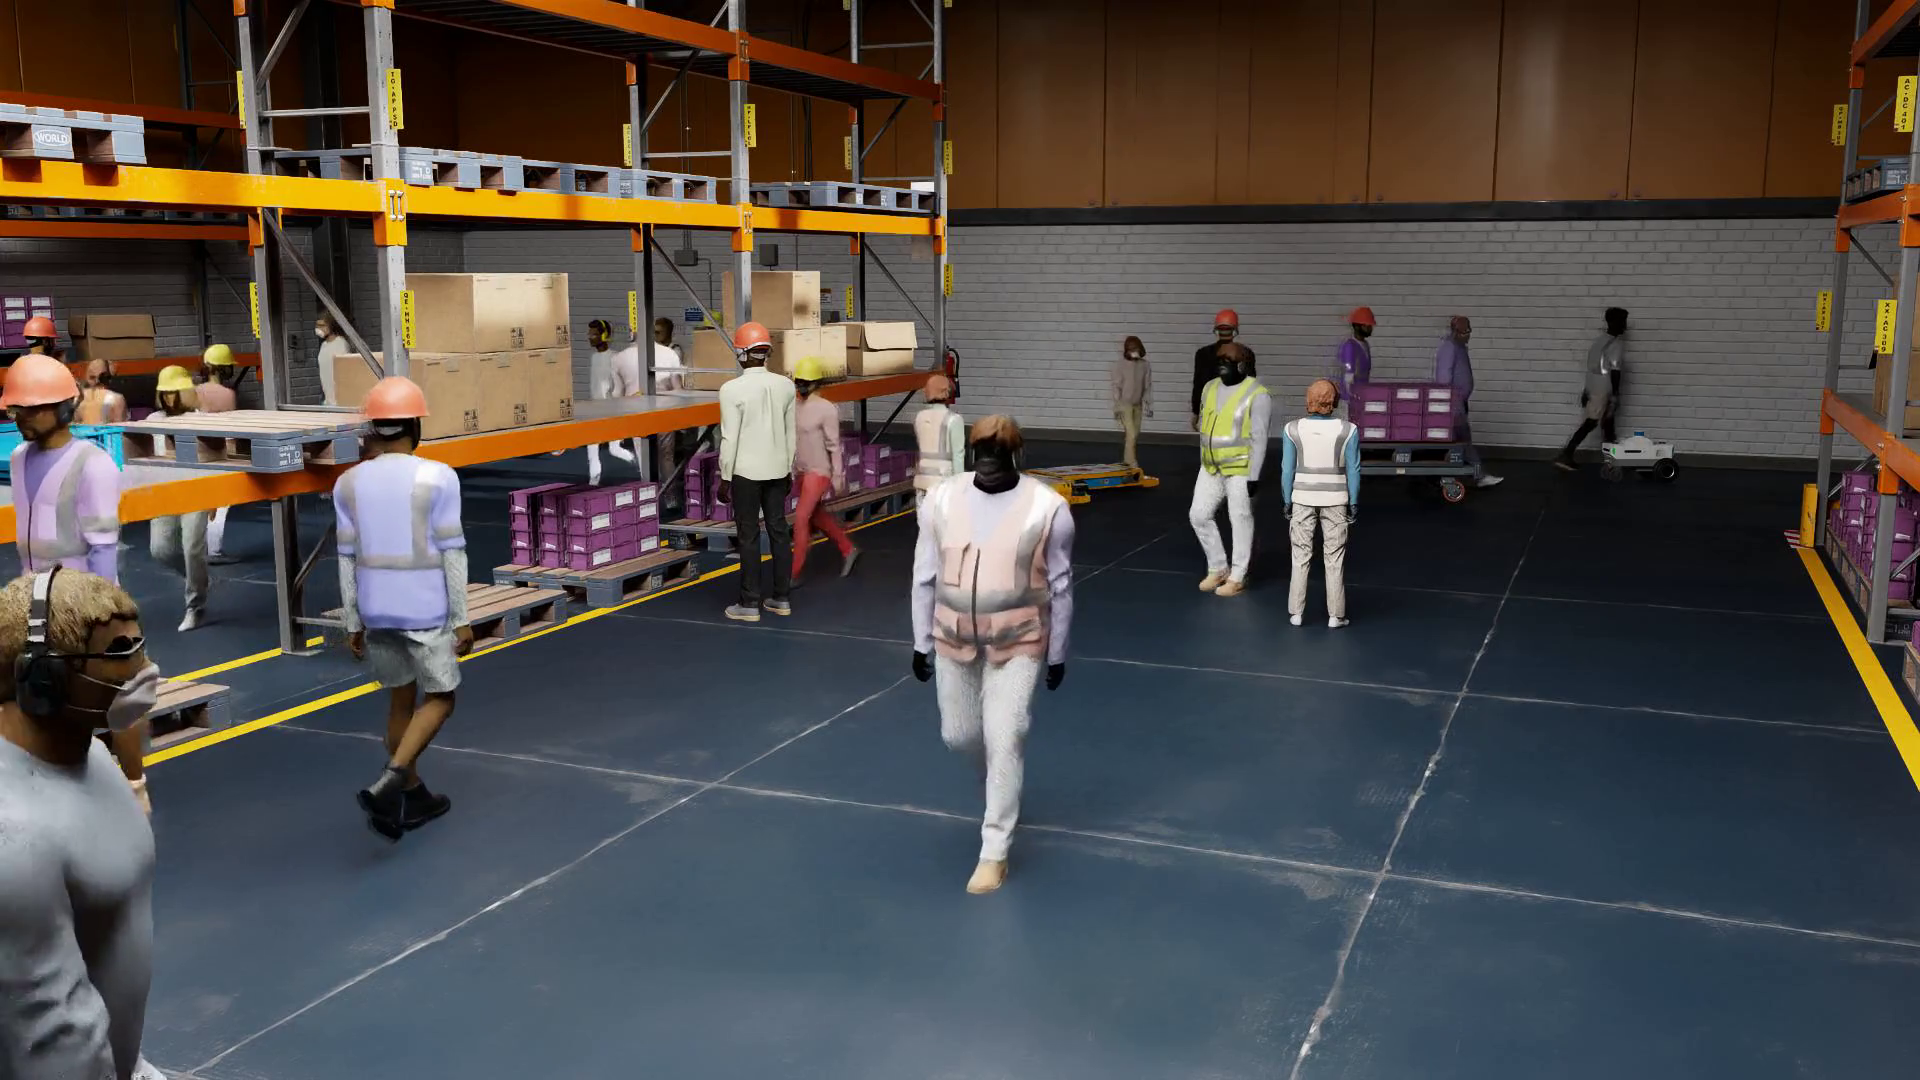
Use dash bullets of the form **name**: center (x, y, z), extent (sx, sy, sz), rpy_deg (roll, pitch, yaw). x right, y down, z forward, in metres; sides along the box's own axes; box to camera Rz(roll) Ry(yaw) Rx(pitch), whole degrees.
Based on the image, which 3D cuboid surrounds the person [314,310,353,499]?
- **person**: center (-6.311, -1.374, 16.912), extent (0.493, 1.924, 0.657), rpy_deg (-6, 11, -33)

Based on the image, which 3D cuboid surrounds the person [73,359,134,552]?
- **person**: center (-7.039, -0.672, 13.592), extent (0.523, 1.621, 0.496), rpy_deg (3, 10, 16)

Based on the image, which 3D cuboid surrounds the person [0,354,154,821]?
- **person**: center (-3.664, 0.274, 6.661), extent (0.636, 2.009, 0.847), rpy_deg (5, 10, 26)

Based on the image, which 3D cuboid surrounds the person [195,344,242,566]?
- **person**: center (-5.866, -0.665, 13.158), extent (0.530, 1.756, 0.408), rpy_deg (8, 12, 41)

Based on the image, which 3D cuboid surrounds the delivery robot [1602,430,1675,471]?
- **delivery robot**: center (7.450, -0.962, 18.279), extent (0.707, 0.478, 0.477), rpy_deg (0, 9, 0)

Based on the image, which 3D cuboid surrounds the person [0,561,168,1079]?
- **person**: center (-1.379, 0.977, 2.778), extent (0.995, 1.888, 0.648), rpy_deg (-2, 10, -12)

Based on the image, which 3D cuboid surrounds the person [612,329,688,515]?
- **person**: center (-2.948, -1.158, 15.803), extent (0.684, 1.860, 0.727), rpy_deg (-3, 10, -16)

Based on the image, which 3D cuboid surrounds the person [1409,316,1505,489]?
- **person**: center (5.286, -1.455, 17.681), extent (1.003, 1.829, 0.673), rpy_deg (4, 10, 20)

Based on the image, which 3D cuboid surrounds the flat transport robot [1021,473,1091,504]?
- **flat transport robot**: center (0.625, -0.526, 16.778), extent (0.652, 0.197, 1.431), rpy_deg (-6, 11, -33)

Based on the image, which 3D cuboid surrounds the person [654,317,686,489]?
- **person**: center (-3.049, -1.452, 17.674), extent (0.530, 1.831, 0.469), rpy_deg (9, 13, 43)

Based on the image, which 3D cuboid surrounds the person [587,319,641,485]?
- **person**: center (-3.511, -1.309, 16.796), extent (0.815, 1.845, 0.525), rpy_deg (-8, 12, -41)

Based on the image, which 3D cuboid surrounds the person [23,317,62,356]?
- **person**: center (-7.808, -0.937, 14.236), extent (0.553, 1.933, 0.368), rpy_deg (4, 10, 25)

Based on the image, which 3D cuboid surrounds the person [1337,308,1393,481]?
- **person**: center (4.413, -1.579, 18.215), extent (0.845, 1.900, 0.569), rpy_deg (7, 12, 38)

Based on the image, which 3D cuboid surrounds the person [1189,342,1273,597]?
- **person**: center (1.919, -0.498, 11.895), extent (0.480, 1.827, 0.657), rpy_deg (-7, 12, -38)

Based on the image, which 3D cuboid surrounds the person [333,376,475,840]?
- **person**: center (-2.301, 0.299, 6.792), extent (0.570, 1.920, 0.673), rpy_deg (2, 10, 12)

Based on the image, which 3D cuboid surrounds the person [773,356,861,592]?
- **person**: center (-1.048, -0.511, 12.309), extent (0.866, 1.718, 0.518), rpy_deg (-9, 13, -44)

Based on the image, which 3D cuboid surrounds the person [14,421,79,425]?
- **person**: center (-5.823, -0.234, 10.699), extent (0.535, 1.697, 0.318), rpy_deg (1, 9, 6)

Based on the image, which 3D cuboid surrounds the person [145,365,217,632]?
- **person**: center (-5.052, -0.286, 10.879), extent (0.490, 1.728, 0.471), rpy_deg (1, 9, 7)

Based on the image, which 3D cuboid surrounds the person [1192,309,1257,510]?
- **person**: center (2.594, -1.282, 16.313), extent (0.630, 1.947, 1.046), rpy_deg (4, 10, 25)

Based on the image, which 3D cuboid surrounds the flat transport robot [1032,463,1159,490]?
- **flat transport robot**: center (1.343, -0.654, 17.556), extent (1.431, 0.197, 0.652), rpy_deg (-6, 11, -33)

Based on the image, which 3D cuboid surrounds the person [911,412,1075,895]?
- **person**: center (0.138, 0.393, 6.538), extent (0.631, 1.824, 0.777), rpy_deg (3, 10, 19)

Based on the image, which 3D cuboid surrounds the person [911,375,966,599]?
- **person**: center (-0.099, -0.372, 11.847), extent (0.527, 1.594, 0.766), rpy_deg (8, 12, 40)

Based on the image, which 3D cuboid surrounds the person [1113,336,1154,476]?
- **person**: center (1.923, -1.454, 18.380), extent (0.555, 1.594, 0.646), rpy_deg (-5, 11, -29)

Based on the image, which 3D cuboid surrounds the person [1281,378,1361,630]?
- **person**: center (2.346, -0.228, 10.839), extent (0.514, 1.641, 0.307), rpy_deg (3, 10, 20)

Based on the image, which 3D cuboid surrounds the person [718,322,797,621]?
- **person**: center (-1.361, -0.455, 11.137), extent (0.608, 1.995, 0.377), rpy_deg (-9, 13, -43)

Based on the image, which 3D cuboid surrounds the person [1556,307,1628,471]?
- **person**: center (7.399, -1.741, 19.206), extent (1.032, 1.921, 0.606), rpy_deg (0, 9, -1)

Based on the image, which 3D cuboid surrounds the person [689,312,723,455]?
- **person**: center (-2.430, -1.314, 16.629), extent (0.589, 1.908, 0.441), rpy_deg (5, 10, 26)
